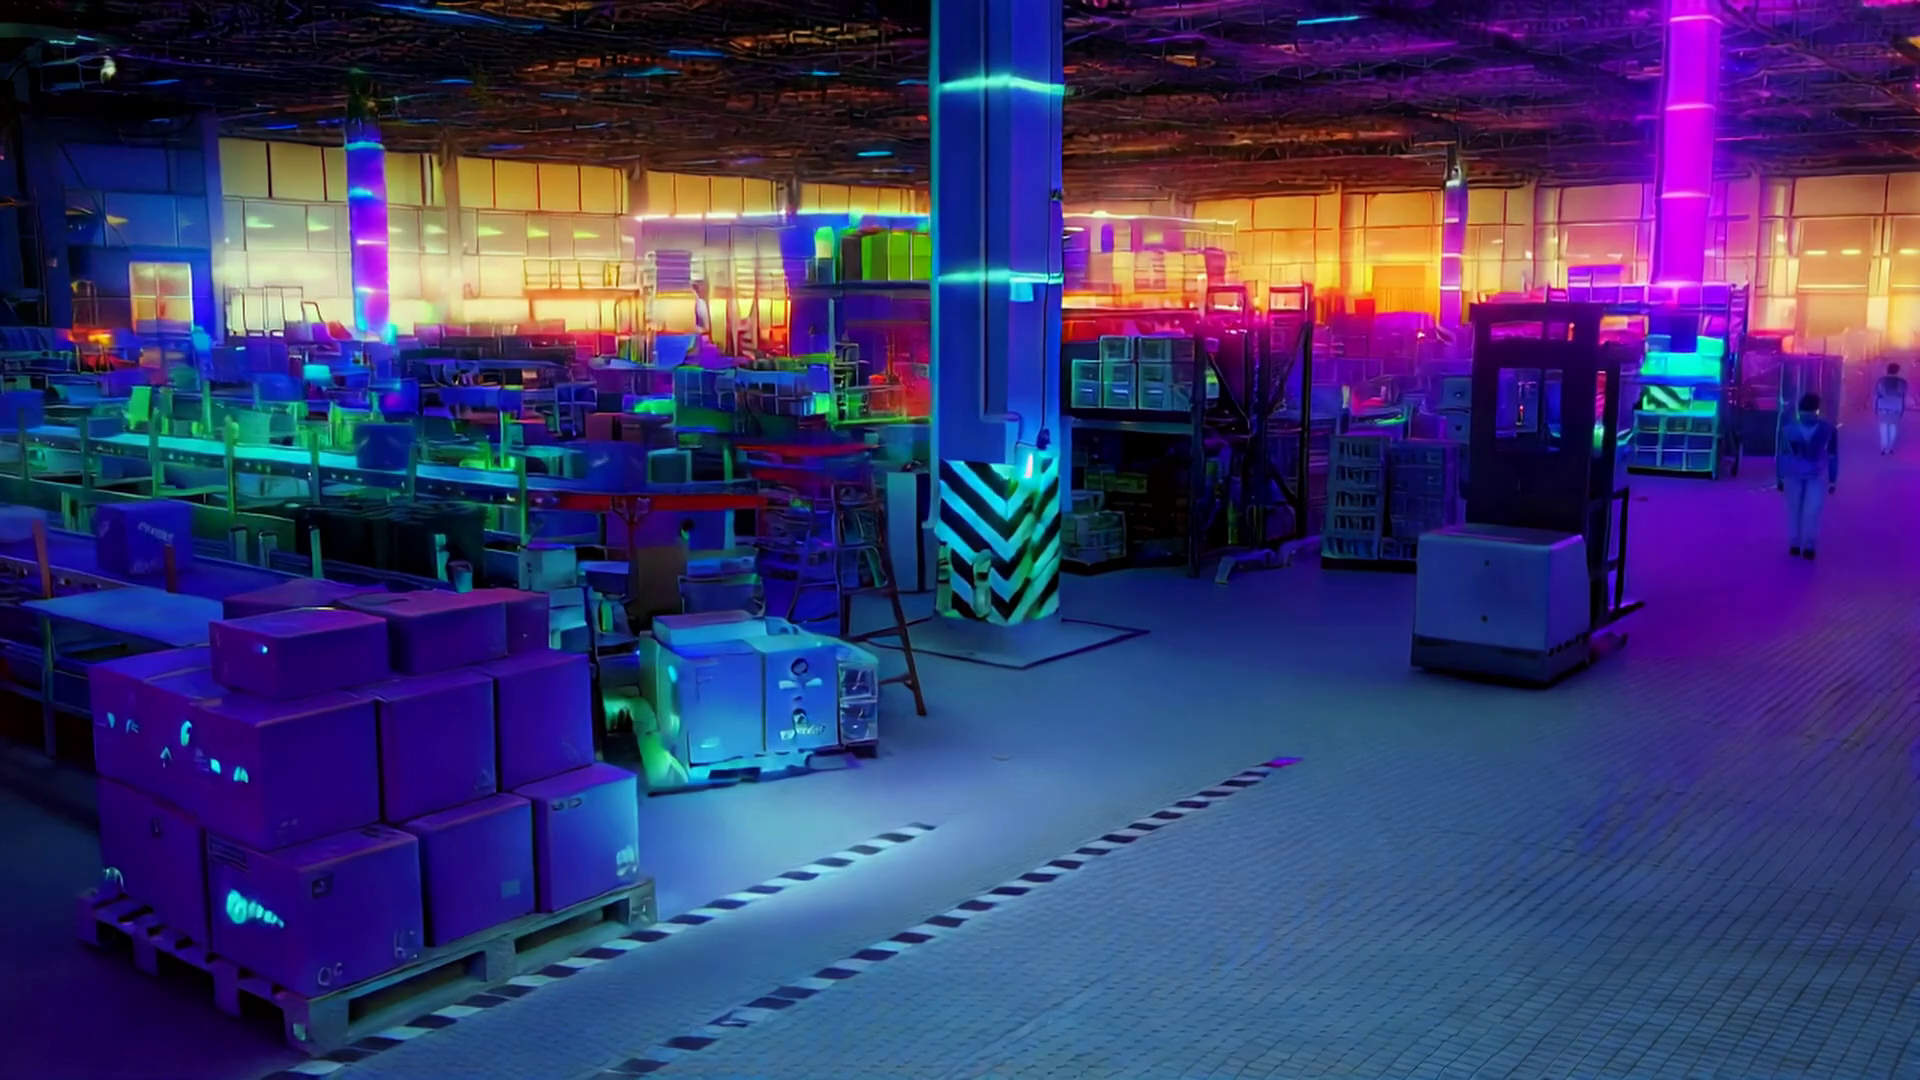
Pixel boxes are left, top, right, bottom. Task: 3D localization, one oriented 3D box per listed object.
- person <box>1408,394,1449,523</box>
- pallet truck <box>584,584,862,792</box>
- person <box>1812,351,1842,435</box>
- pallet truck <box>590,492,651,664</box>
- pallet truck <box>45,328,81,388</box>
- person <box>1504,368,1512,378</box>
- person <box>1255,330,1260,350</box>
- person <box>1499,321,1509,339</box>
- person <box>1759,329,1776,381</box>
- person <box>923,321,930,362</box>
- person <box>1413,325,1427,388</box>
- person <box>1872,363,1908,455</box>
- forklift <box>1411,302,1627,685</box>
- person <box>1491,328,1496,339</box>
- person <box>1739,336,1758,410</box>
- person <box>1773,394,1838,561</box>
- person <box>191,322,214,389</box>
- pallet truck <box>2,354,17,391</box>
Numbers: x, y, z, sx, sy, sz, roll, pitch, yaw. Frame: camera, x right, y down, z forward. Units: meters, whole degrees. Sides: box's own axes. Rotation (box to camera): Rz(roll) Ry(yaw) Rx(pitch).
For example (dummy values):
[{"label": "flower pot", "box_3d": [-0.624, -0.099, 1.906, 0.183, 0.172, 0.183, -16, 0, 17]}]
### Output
[{"label": "person", "box_3d": [5.906, -1.024, 20.985, 0.498, 1.633, 0.283, 8, 12, 44]}, {"label": "pallet truck", "box_3d": [-1.426, 0.805, 10.019, 1.601, 1.201, 0.680, -4, 9, -26]}, {"label": "person", "box_3d": [17.537, -2.962, 33.710, 0.512, 1.727, 0.822, -1, 9, -7]}, {"label": "pallet truck", "box_3d": [-3.115, 0.344, 12.883, 0.653, 1.274, 1.630, 7, 11, 37]}, {"label": "pallet truck", "box_3d": [-23.775, -4.544, 43.495, 1.885, 1.965, 0.823, 6, 10, 35]}, {"label": "person", "box_3d": [13.440, -3.964, 40.465, 0.633, 1.731, 0.552, -5, 10, -31]}, {"label": "person", "box_3d": [15.514, -10.670, 85.185, 0.606, 1.890, 0.963, -7, 11, -41]}, {"label": "person", "box_3d": [18.999, -6.678, 58.129, 0.386, 1.925, 0.546, 3, 9, 21]}, {"label": "person", "box_3d": [26.621, -6.102, 54.893, 0.499, 1.726, 0.384, 8, 12, 44]}, {"label": "person", "box_3d": [-1.176, -7.885, 66.577, 0.590, 1.840, 0.980, 7, 11, 38]}, {"label": "person", "box_3d": [14.004, -5.593, 50.799, 0.495, 1.923, 0.569, 4, 9, 23]}, {"label": "person", "box_3d": [16.720, -2.366, 29.938, 0.555, 1.646, 0.856, 4, 9, 27]}, {"label": "forklift", "box_3d": [4.379, -0.438, 12.852, 1.129, 2.768, 1.873, 7, 11, 37]}, {"label": "person", "box_3d": [13.783, -4.548, 43.527, 0.393, 1.995, 0.612, 2, 9, 11]}, {"label": "person", "box_3d": [17.512, -3.586, 37.251, 0.962, 1.921, 0.624, 6, 10, 35]}, {"label": "person", "box_3d": [9.161, -0.672, 18.049, 0.617, 1.796, 0.839, 5, 10, 29]}, {"label": "person", "box_3d": [-22.265, -5.369, 48.899, 0.605, 2.045, 0.381, -5, 10, -32]}, {"label": "pallet truck", "box_3d": [-24.881, -4.417, 42.634, 1.885, 1.965, 0.823, 8, 11, 41]}]
